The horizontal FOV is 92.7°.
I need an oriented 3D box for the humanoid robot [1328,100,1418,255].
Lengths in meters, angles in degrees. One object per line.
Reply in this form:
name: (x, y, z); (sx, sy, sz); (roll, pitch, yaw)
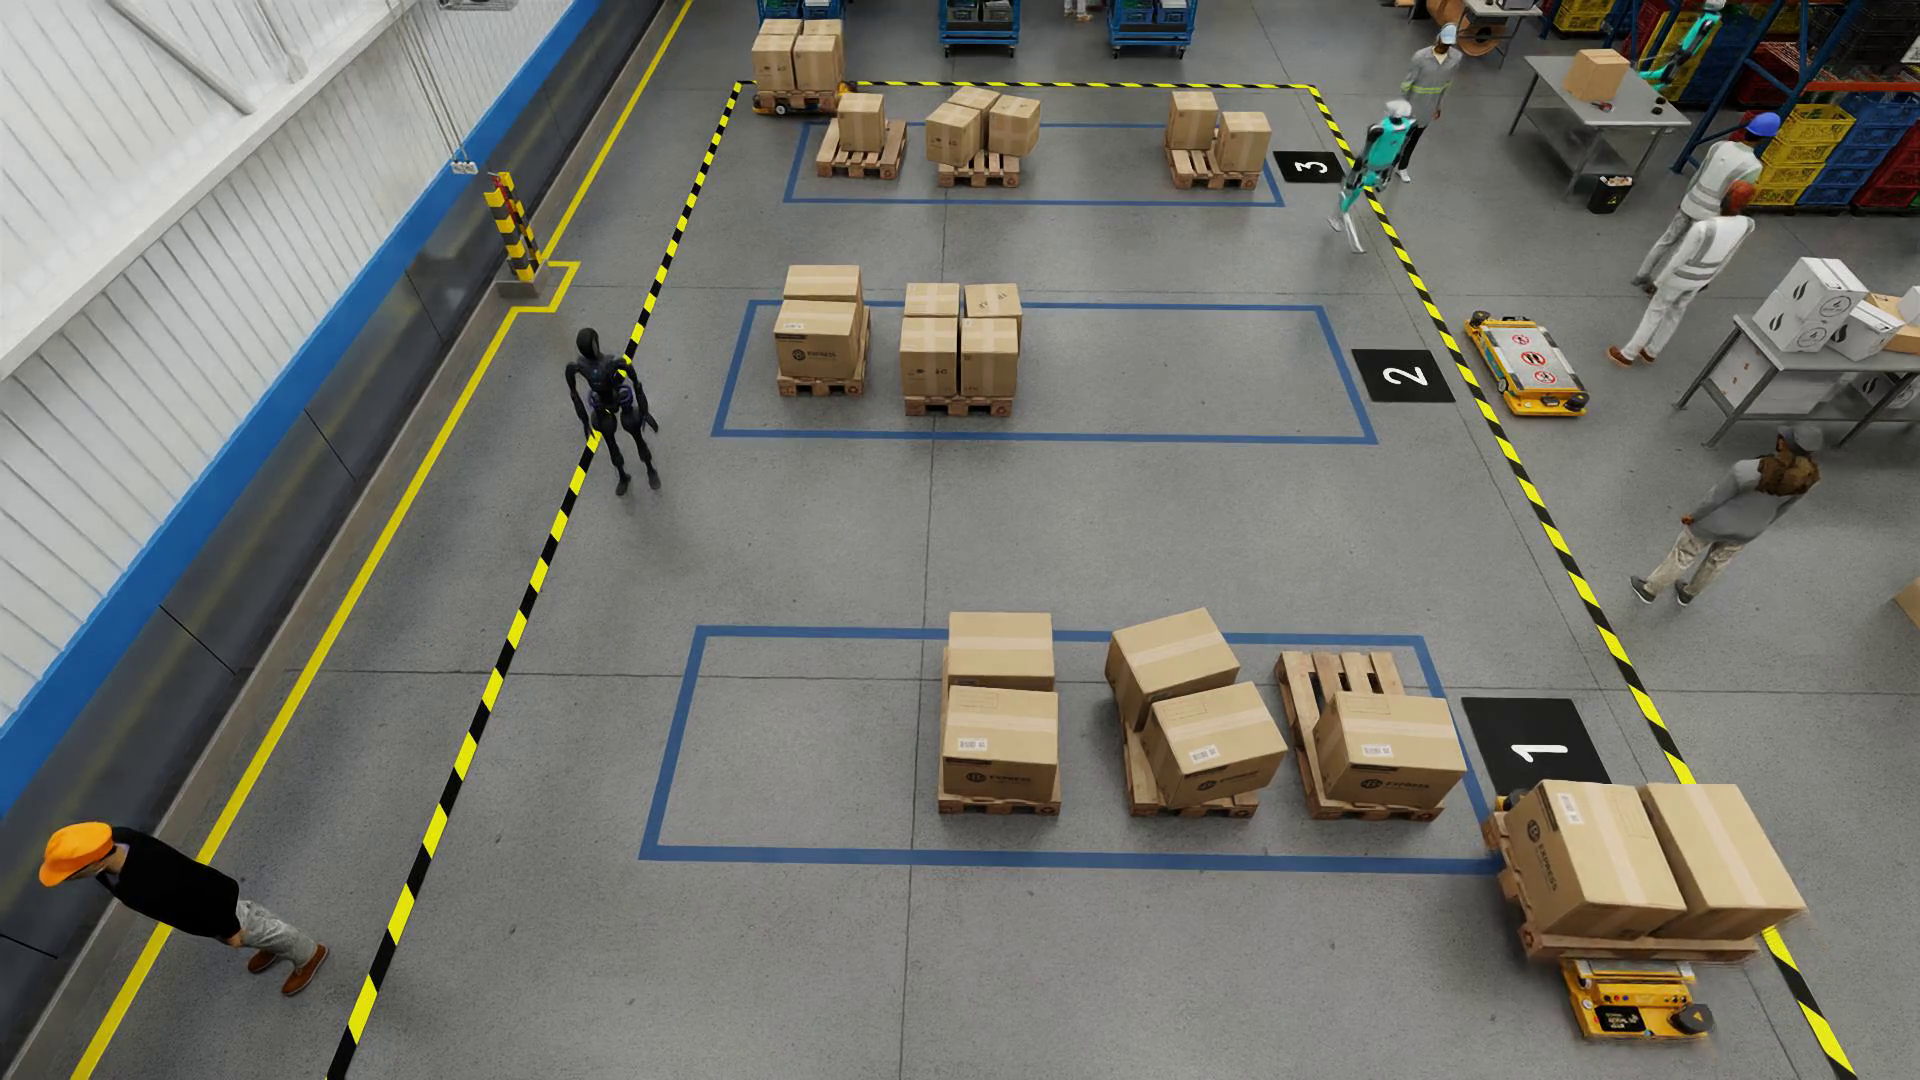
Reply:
humanoid robot: (4.398, -4.028, 10.062); (0.554, 1.728, 1.056); (-11, 50, -10)

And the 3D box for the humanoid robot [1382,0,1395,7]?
humanoid robot: (7.241, -9.597, 14.909); (0.391, 1.656, 0.609); (6, 49, 5)

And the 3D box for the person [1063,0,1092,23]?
person: (1.918, -9.233, 14.485); (0.429, 1.841, 0.632); (-34, 57, -26)

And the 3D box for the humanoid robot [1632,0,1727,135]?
humanoid robot: (9.059, -6.111, 11.854); (1.034, 1.732, 0.560); (25, 54, 20)

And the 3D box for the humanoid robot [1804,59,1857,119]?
humanoid robot: (11.876, -6.425, 12.182); (0.532, 1.849, 0.757); (18, 51, 15)

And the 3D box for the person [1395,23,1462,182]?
person: (5.525, -5.203, 10.990); (0.596, 1.849, 0.394); (-2, 49, -2)

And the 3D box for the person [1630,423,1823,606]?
person: (5.589, -0.138, 6.659); (0.574, 1.768, 0.401); (6, 49, 5)

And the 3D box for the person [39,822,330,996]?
person: (-3.994, 1.932, 4.794); (0.589, 1.881, 0.380); (22, 53, 18)

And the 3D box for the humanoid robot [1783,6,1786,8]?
humanoid robot: (13.291, -8.996, 14.388); (0.595, 1.653, 0.366); (0, 49, 0)

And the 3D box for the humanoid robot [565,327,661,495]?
humanoid robot: (-2.808, -1.033, 7.486); (0.599, 1.657, 0.315); (-8, 50, -7)

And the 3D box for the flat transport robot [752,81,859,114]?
flat transport robot: (-2.173, -6.257, 12.931); (1.431, 0.197, 0.652); (1, 49, 1)

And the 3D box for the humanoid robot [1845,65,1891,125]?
humanoid robot: (11.452, -5.652, 11.498); (0.782, 1.845, 0.558); (21, 52, 17)

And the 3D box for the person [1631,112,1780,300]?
person: (7.606, -3.376, 9.352); (0.414, 1.939, 0.606); (-8, 50, -7)

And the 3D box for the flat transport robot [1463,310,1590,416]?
flat transport robot: (5.573, -1.757, 9.054); (0.659, 0.231, 1.431); (1, 49, 1)

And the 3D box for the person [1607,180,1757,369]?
person: (6.779, -2.437, 8.574); (0.583, 1.882, 0.338); (-7, 49, -6)

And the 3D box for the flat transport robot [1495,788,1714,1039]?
flat transport robot: (3.882, 2.224, 5.590); (0.652, 0.197, 1.431); (1, 49, 1)

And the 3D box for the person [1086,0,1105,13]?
person: (2.541, -9.383, 14.590); (0.957, 1.869, 0.676); (12, 50, 10)
